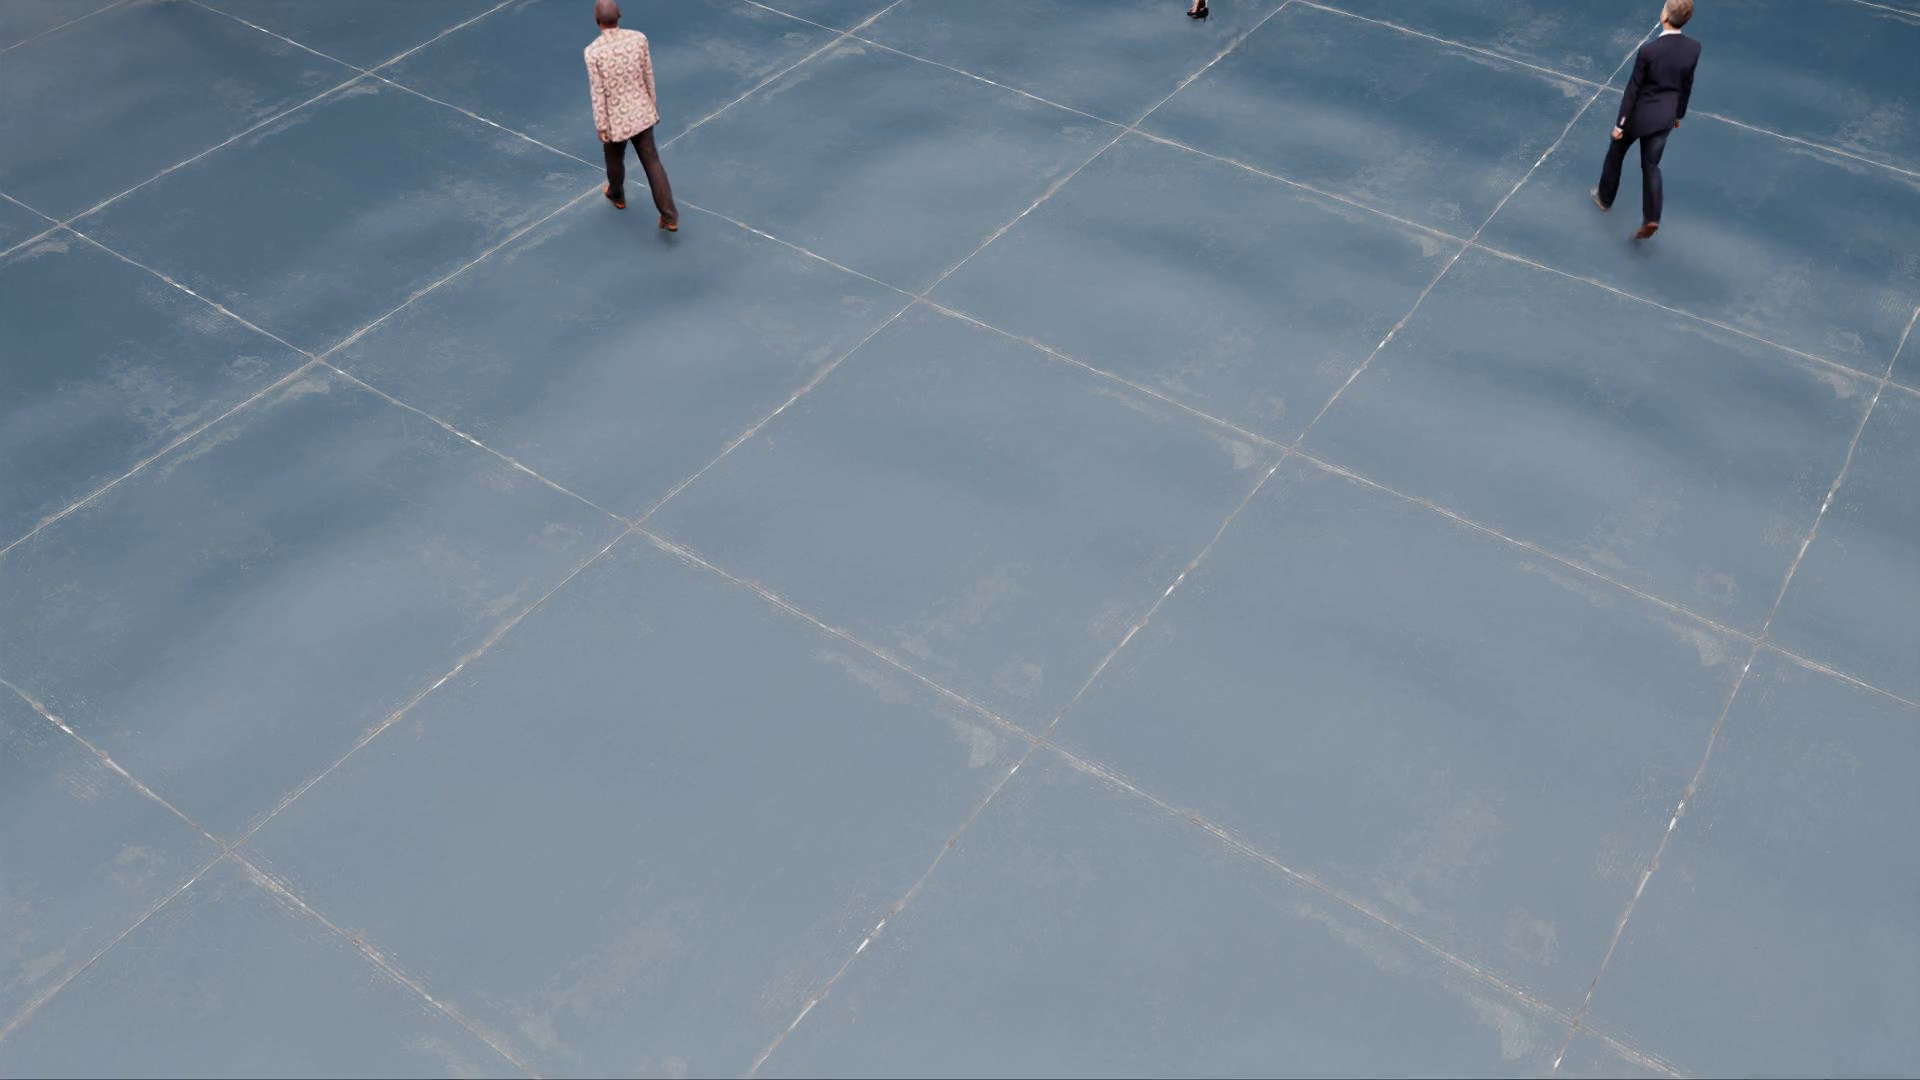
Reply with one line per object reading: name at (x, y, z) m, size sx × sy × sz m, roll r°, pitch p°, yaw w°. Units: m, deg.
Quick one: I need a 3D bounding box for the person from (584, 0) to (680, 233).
person at (-2.395, -3.057, 12.197) m, size 1.012 × 1.767 × 1.294 m, roll -25°, pitch 48°, yaw -24°

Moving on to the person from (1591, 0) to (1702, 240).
person at (5.091, -3.085, 12.208) m, size 1.160 × 1.793 × 1.186 m, roll -4°, pitch 43°, yaw -4°
